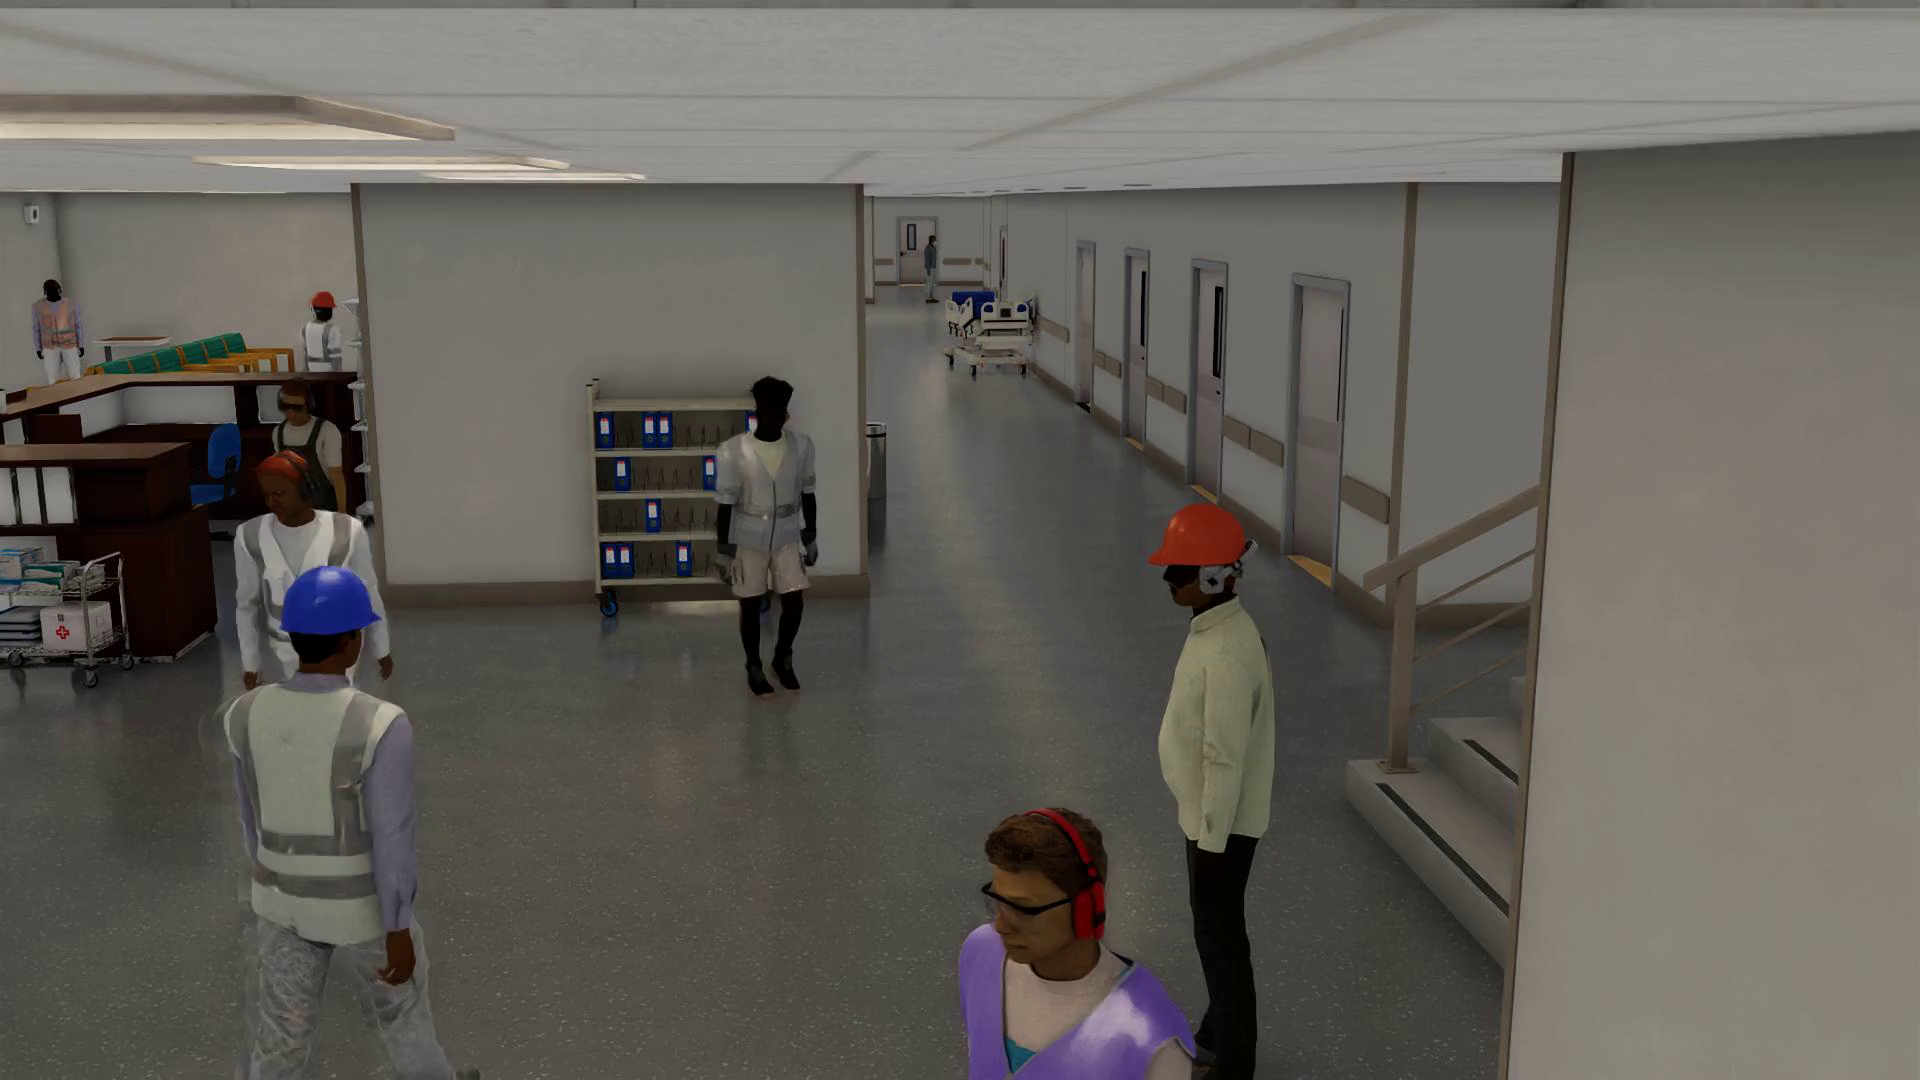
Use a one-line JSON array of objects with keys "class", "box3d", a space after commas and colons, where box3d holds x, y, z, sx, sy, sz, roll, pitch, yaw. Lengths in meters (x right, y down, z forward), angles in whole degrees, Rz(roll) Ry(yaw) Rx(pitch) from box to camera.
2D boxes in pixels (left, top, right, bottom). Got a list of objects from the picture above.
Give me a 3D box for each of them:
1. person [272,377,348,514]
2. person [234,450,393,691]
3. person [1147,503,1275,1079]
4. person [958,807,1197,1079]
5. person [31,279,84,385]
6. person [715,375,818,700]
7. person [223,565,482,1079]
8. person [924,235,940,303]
[{"class": "person", "box3d": [-4.125, -0.142, 10.613, 0.583, 1.824, 0.417, 5, 12, 22]}, {"class": "person", "box3d": [-2.885, 0.496, 7.453, 0.617, 1.821, 1.010, 0, 12, -2]}, {"class": "person", "box3d": [0.783, 0.863, 5.290, 0.410, 1.986, 0.617, 1, 12, 5]}, {"class": "person", "box3d": [0.206, 1.371, 3.169, 0.377, 1.836, 0.566, -9, 15, -38]}, {"class": "person", "box3d": [-12.433, -2.676, 22.961, 0.629, 1.837, 0.429, -5, 12, -21]}, {"class": "person", "box3d": [-1.117, 0.004, 9.623, 0.655, 1.926, 0.552, -5, 12, -22]}, {"class": "person", "box3d": [-1.801, 1.006, 4.807, 0.630, 1.895, 0.994, 3, 12, 15]}, {"class": "person", "box3d": [-0.821, -7.701, 47.289, 0.381, 1.928, 0.636, 4, 12, 19]}]
